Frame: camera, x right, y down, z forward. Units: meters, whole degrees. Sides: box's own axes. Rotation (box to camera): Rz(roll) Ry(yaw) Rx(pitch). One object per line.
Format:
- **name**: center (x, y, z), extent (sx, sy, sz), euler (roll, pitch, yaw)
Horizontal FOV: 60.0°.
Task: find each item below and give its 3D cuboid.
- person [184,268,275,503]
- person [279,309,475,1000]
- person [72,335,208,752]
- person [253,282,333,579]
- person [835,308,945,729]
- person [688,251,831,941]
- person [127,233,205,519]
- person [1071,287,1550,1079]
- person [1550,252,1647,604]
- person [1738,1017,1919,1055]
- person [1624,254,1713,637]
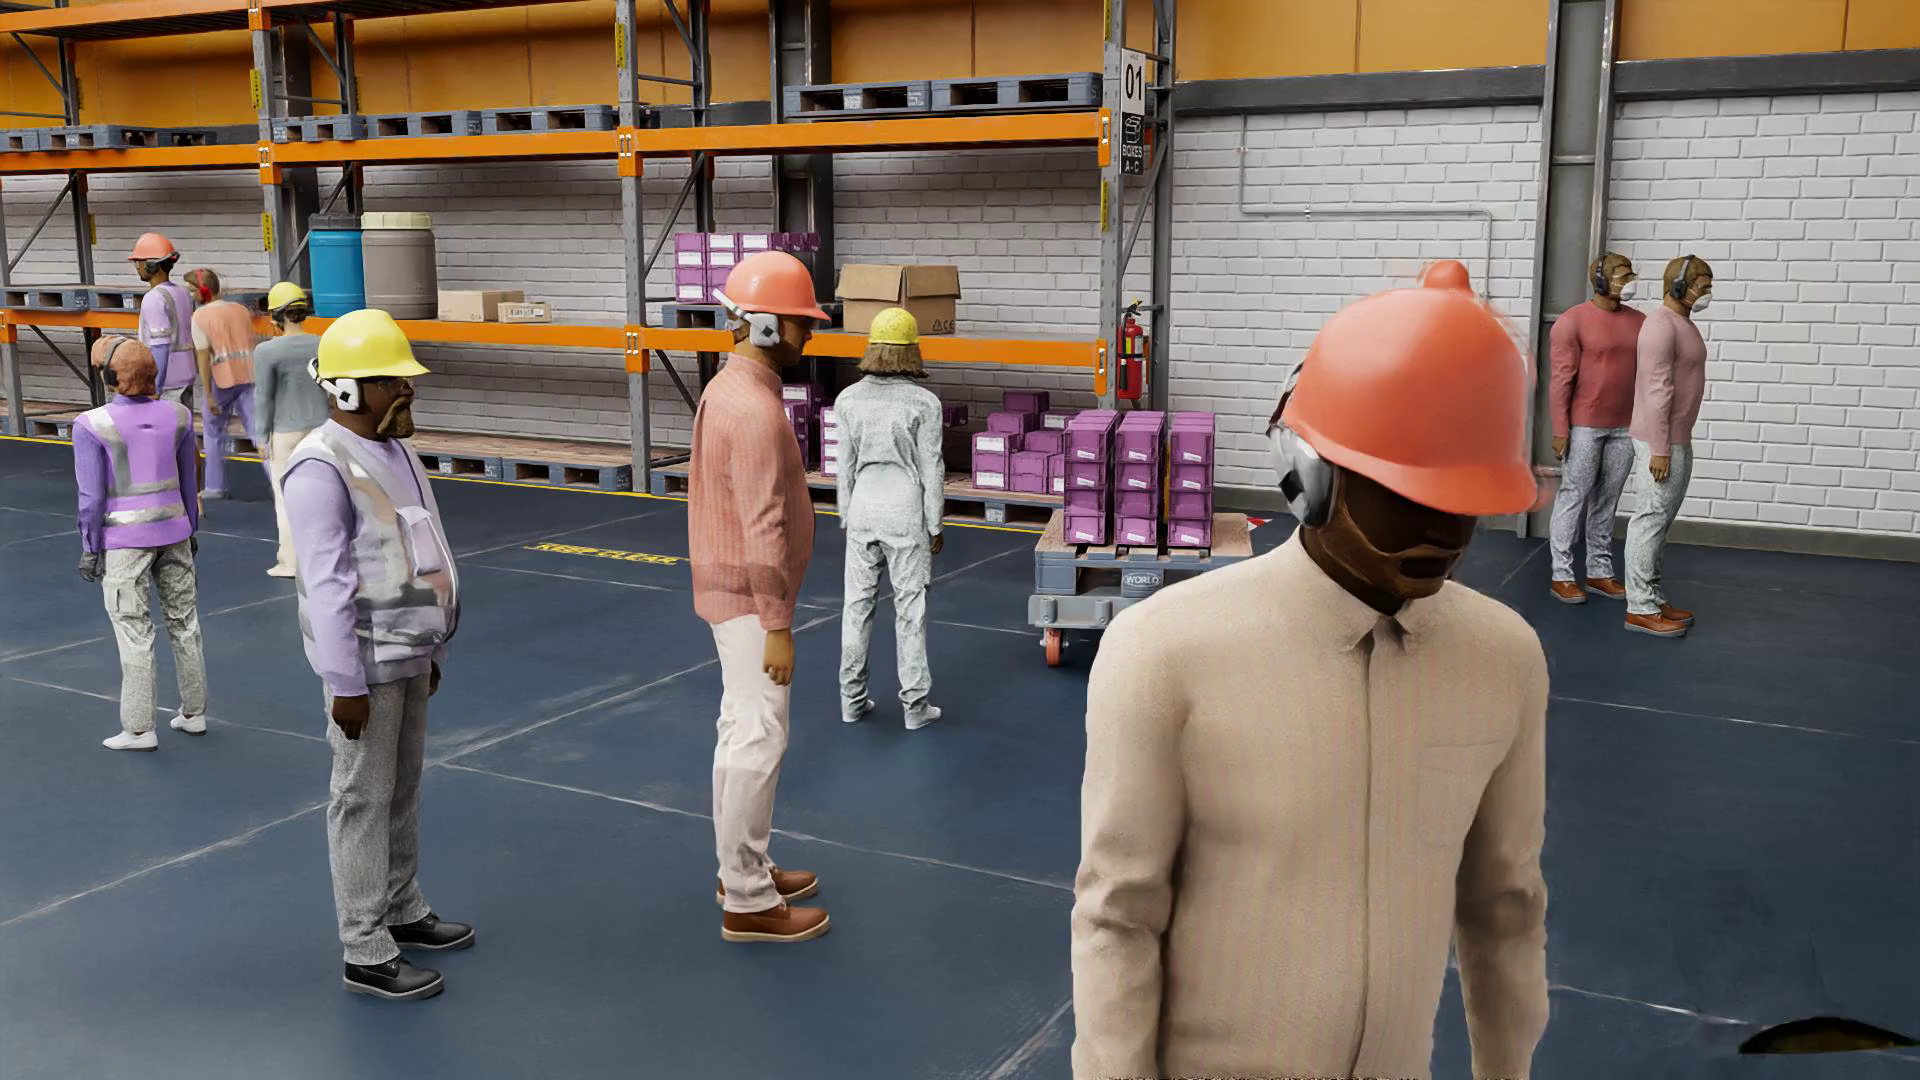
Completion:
- **person**: center (-5.527, -1.161, 12.634), extent (0.893, 1.802, 0.601), euler (6, 12, 28)
- **person**: center (-1.553, 0.302, 4.489), extent (0.404, 1.833, 0.588), euler (0, 10, 1)
- **person**: center (-3.230, 0.015, 6.576), extent (0.308, 1.645, 0.517), euler (5, 12, 28)
- **person**: center (-3.942, -0.645, 9.900), extent (0.322, 1.761, 0.530), euler (9, 14, 41)
- **person**: center (-0.282, -0.089, 6.915), extent (0.482, 1.735, 0.344), euler (4, 11, 22)
- **person**: center (-0.568, 0.172, 4.799), extent (0.412, 1.982, 0.623), euler (-3, 11, -15)
- **person**: center (-5.581, -1.117, 11.689), extent (0.375, 2.044, 0.605), euler (-1, 10, -7)
- **person**: center (0.415, 0.687, 2.003), extent (0.670, 1.966, 0.527), euler (-4, 11, -21)
- **person**: center (3.550, -0.619, 9.241), extent (0.636, 1.939, 0.362), euler (-4, 11, -20)
- **person**: center (0.522, 1.008, 0.943), extent (0.417, 1.709, 0.516), euler (0, 10, 2)
- **person**: center (3.637, -0.488, 8.538), extent (0.373, 1.937, 0.629), euler (6, 12, 32)
